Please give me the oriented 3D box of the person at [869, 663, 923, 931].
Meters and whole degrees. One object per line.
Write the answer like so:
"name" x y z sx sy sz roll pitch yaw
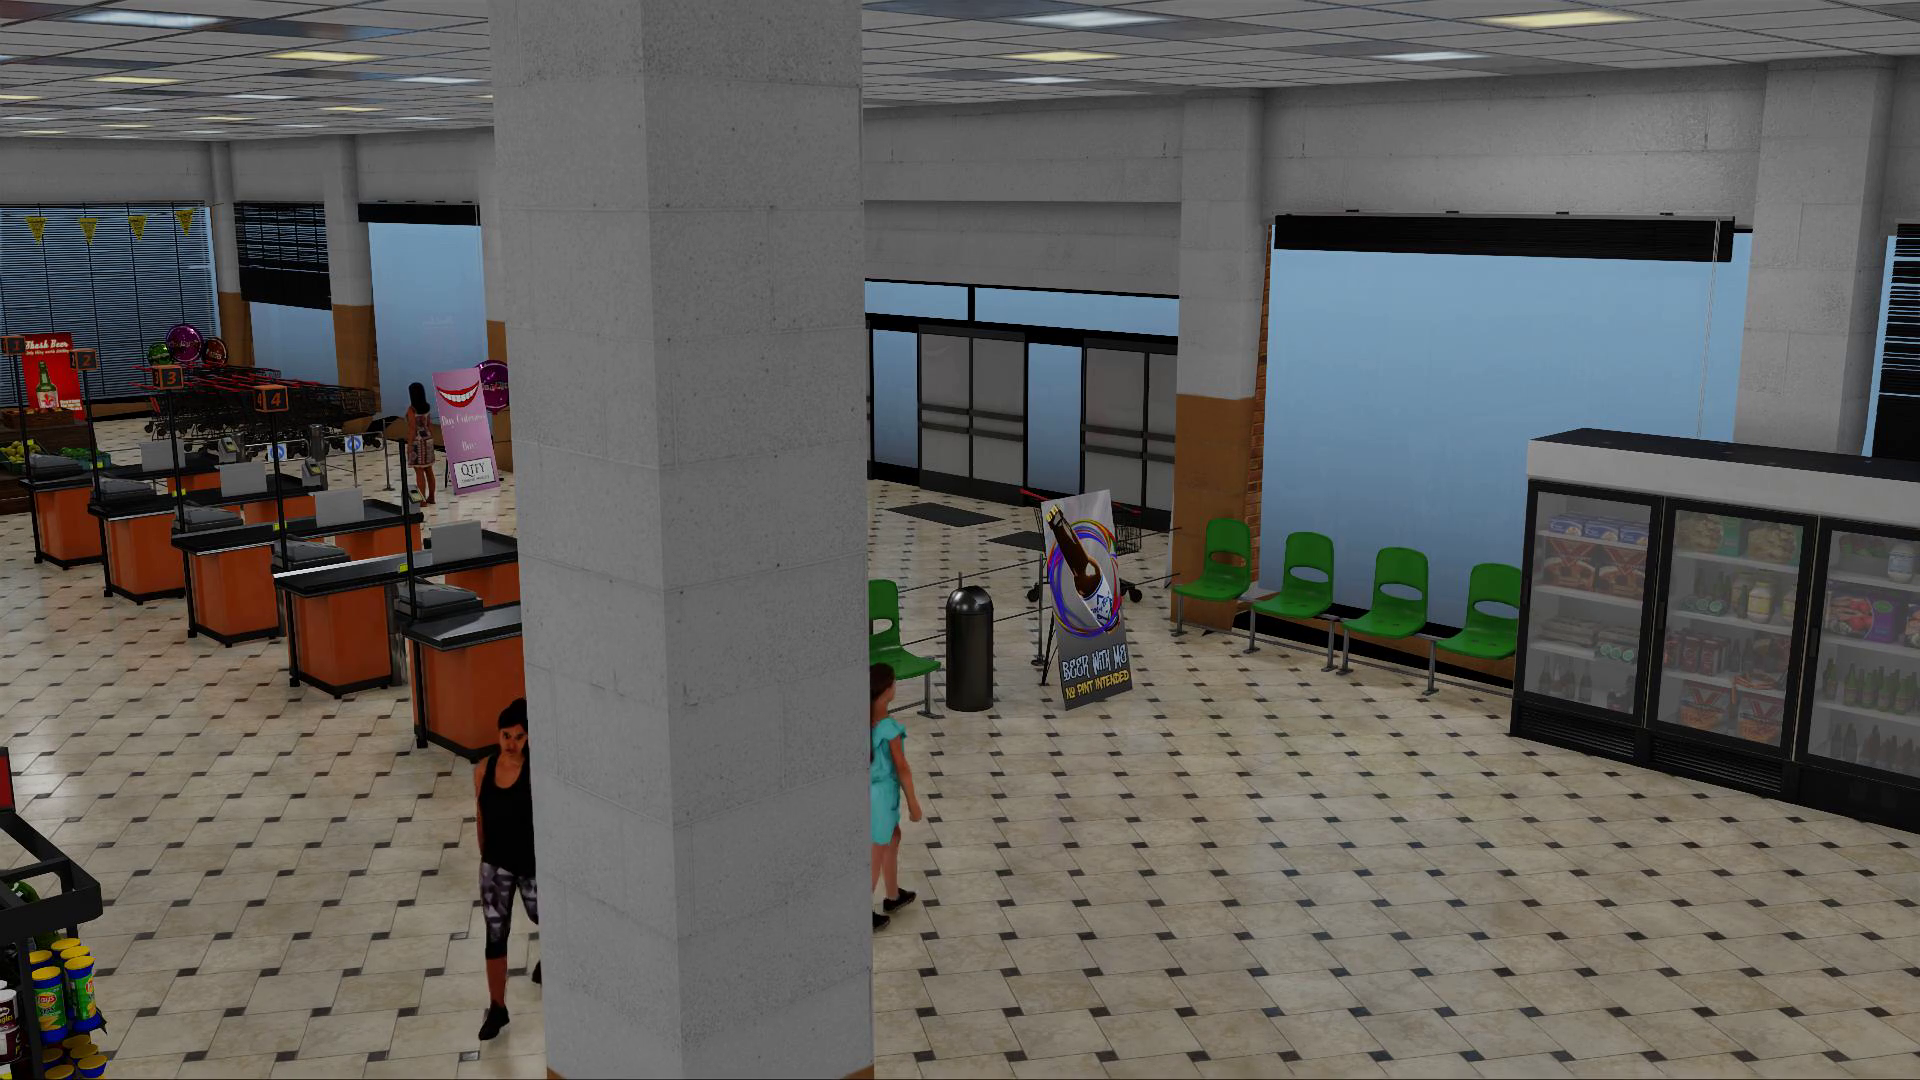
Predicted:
"person" -0.512 1.461 9.274 0.780 1.541 0.605 -9 15 -36

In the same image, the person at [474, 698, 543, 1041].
"person" -2.198 1.596 8.426 1.028 1.627 1.164 2 12 9

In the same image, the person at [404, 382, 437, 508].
"person" -7.133 -1.271 21.995 0.783 1.645 0.636 4 12 18
